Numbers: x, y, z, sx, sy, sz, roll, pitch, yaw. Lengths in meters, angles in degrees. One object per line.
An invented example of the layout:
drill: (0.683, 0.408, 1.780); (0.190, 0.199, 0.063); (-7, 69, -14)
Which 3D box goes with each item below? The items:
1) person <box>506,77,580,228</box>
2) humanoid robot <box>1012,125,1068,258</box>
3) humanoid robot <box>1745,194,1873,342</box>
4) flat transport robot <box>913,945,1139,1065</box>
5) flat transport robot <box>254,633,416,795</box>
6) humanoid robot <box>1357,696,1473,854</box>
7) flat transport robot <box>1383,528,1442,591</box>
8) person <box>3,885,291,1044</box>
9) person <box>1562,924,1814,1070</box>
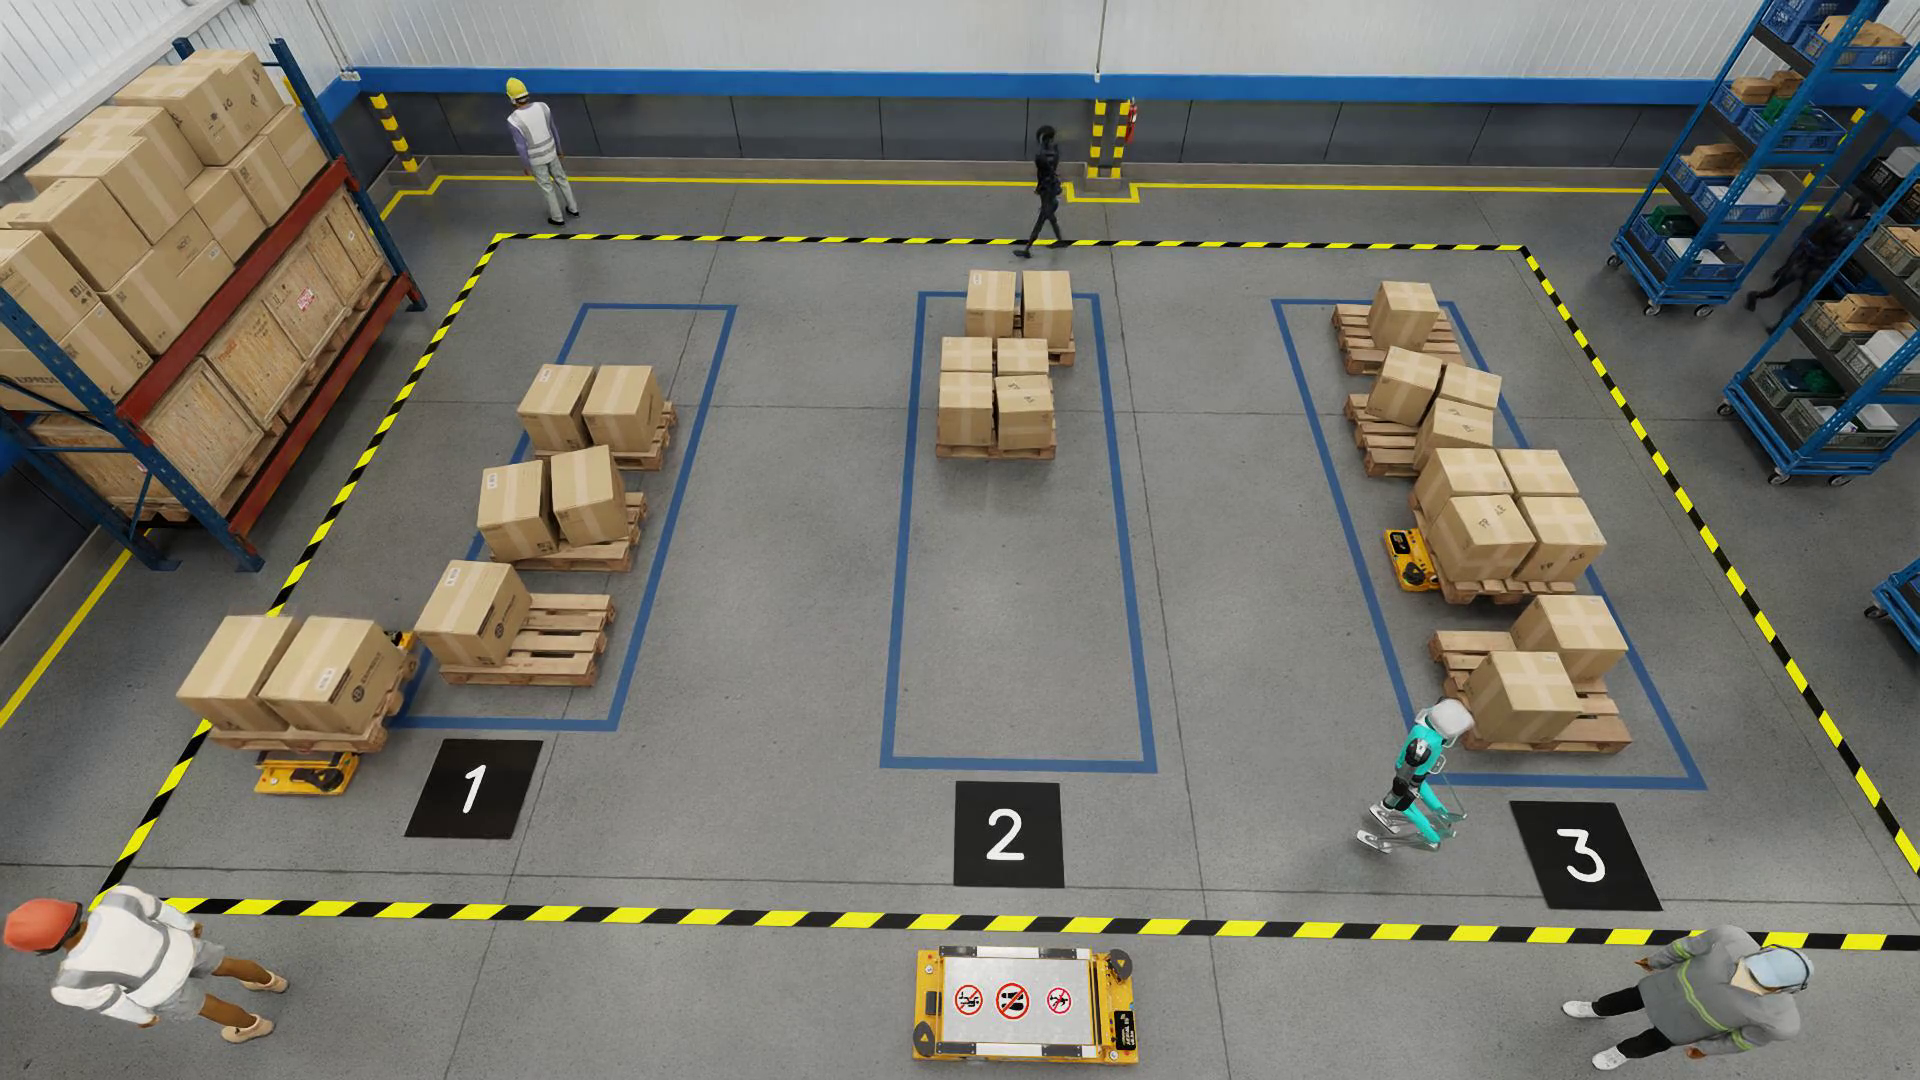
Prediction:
person: (-5.210, -4.786, 11.378); (0.404, 1.830, 0.601); (27, 56, 20)
humanoid robot: (1.007, -4.177, 11.003); (0.760, 1.620, 0.606); (-8, 51, -6)
humanoid robot: (9.371, -3.056, 10.093); (0.593, 1.641, 0.738); (10, 52, 8)
flat transport robot: (0.422, 3.041, 6.007); (1.431, 0.231, 0.659); (1, 51, 1)
flat transport robot: (-5.027, 1.336, 7.379); (0.652, 0.197, 1.431); (1, 51, 1)
humanoid robot: (3.143, 1.683, 6.079); (0.735, 1.677, 0.533); (35, 59, 25)
flat transport robot: (4.689, 0.155, 8.342); (1.431, 0.197, 0.652); (1, 51, 1)
person: (-4.647, 2.487, 5.312); (0.365, 2.048, 0.606); (-2, 51, -1)
person: (4.187, 2.670, 5.288); (0.369, 1.853, 0.588); (-7, 51, -6)
